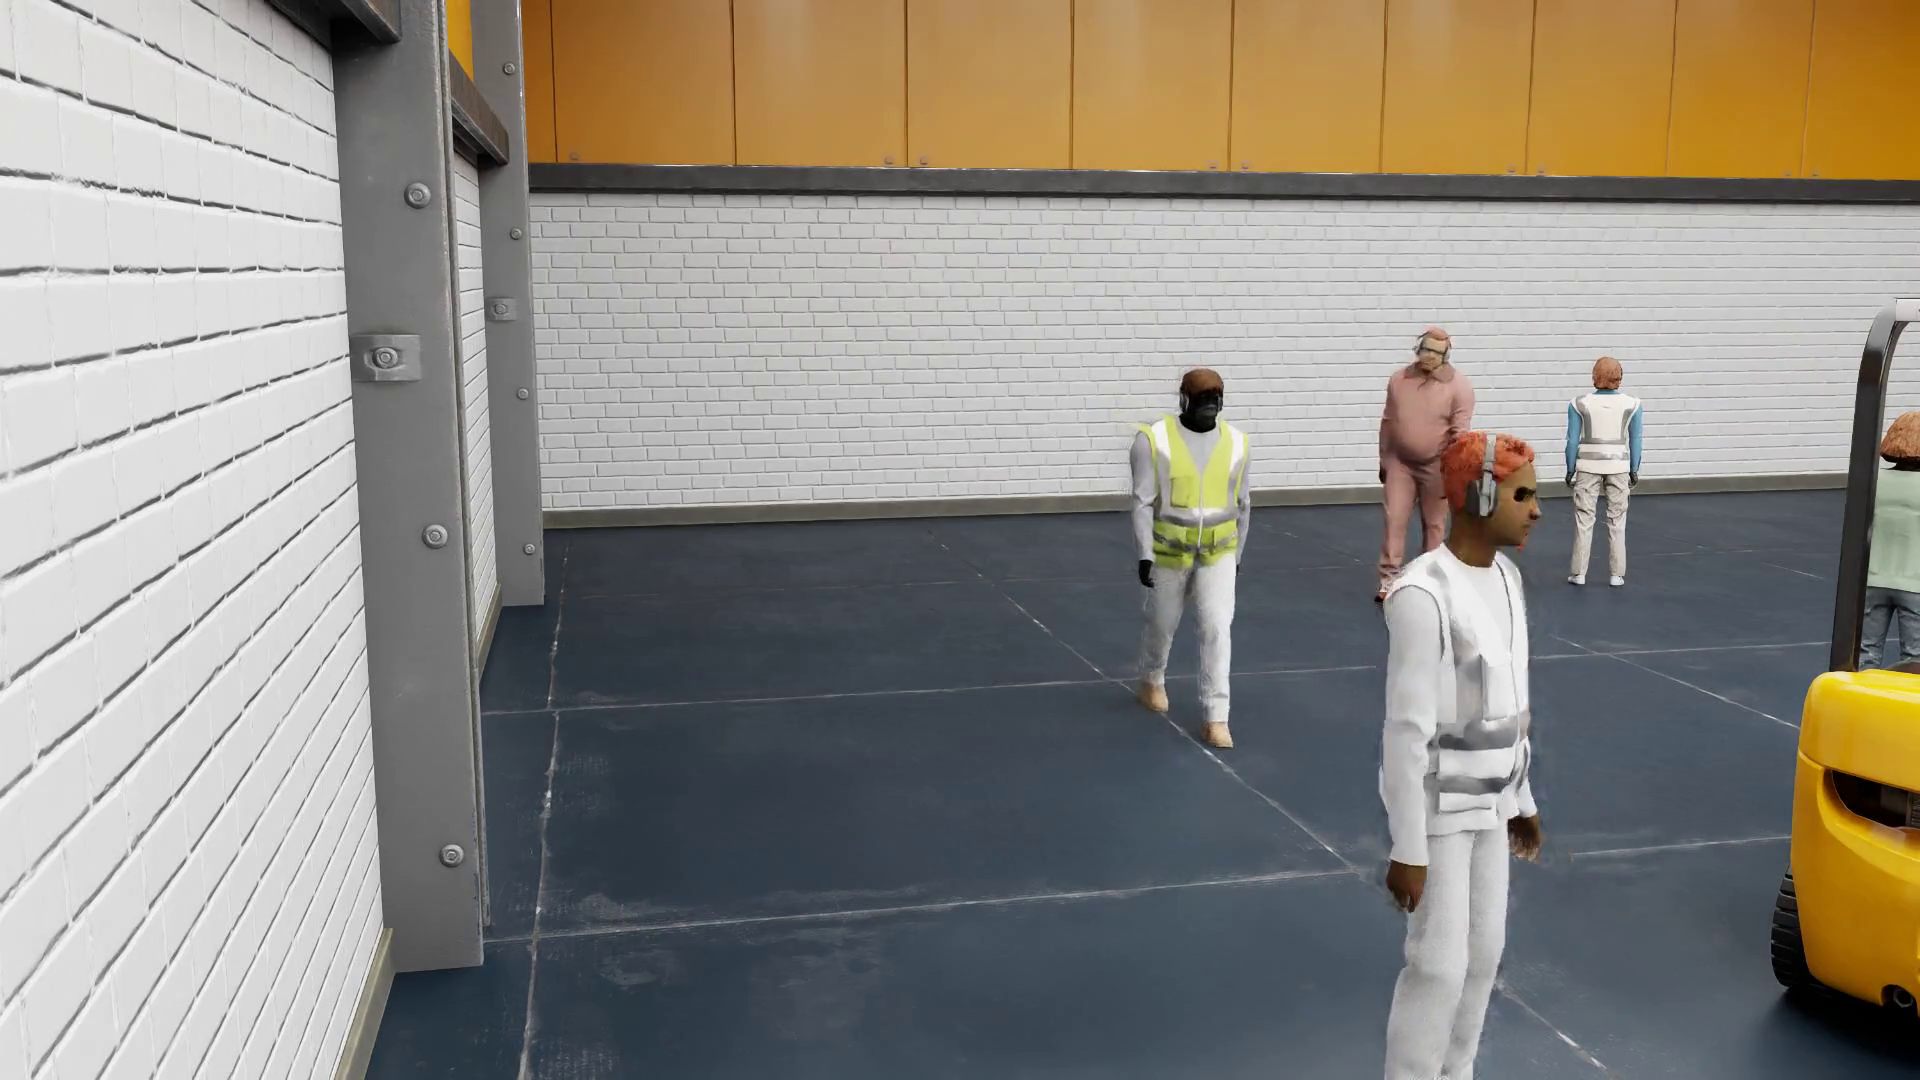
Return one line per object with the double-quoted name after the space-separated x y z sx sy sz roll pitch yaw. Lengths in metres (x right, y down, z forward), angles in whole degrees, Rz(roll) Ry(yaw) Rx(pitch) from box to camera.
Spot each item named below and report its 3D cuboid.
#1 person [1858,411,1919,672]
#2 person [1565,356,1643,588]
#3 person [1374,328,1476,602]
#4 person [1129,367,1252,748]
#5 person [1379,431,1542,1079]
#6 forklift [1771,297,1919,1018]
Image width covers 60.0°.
4.214 0.239 7.456 0.285 1.633 0.497 -8 12 -39 "person"
4.550 -0.474 11.785 0.514 1.641 0.307 2 10 14 "person"
3.102 -0.490 11.207 0.677 1.863 0.805 6 11 34 "person"
1.119 0.041 8.173 0.616 1.800 0.937 -1 9 -4 "person"
1.212 0.676 4.096 0.343 1.867 0.623 9 13 42 "person"
3.542 0.334 5.177 2.313 2.155 1.214 -9 13 -43 "forklift"
